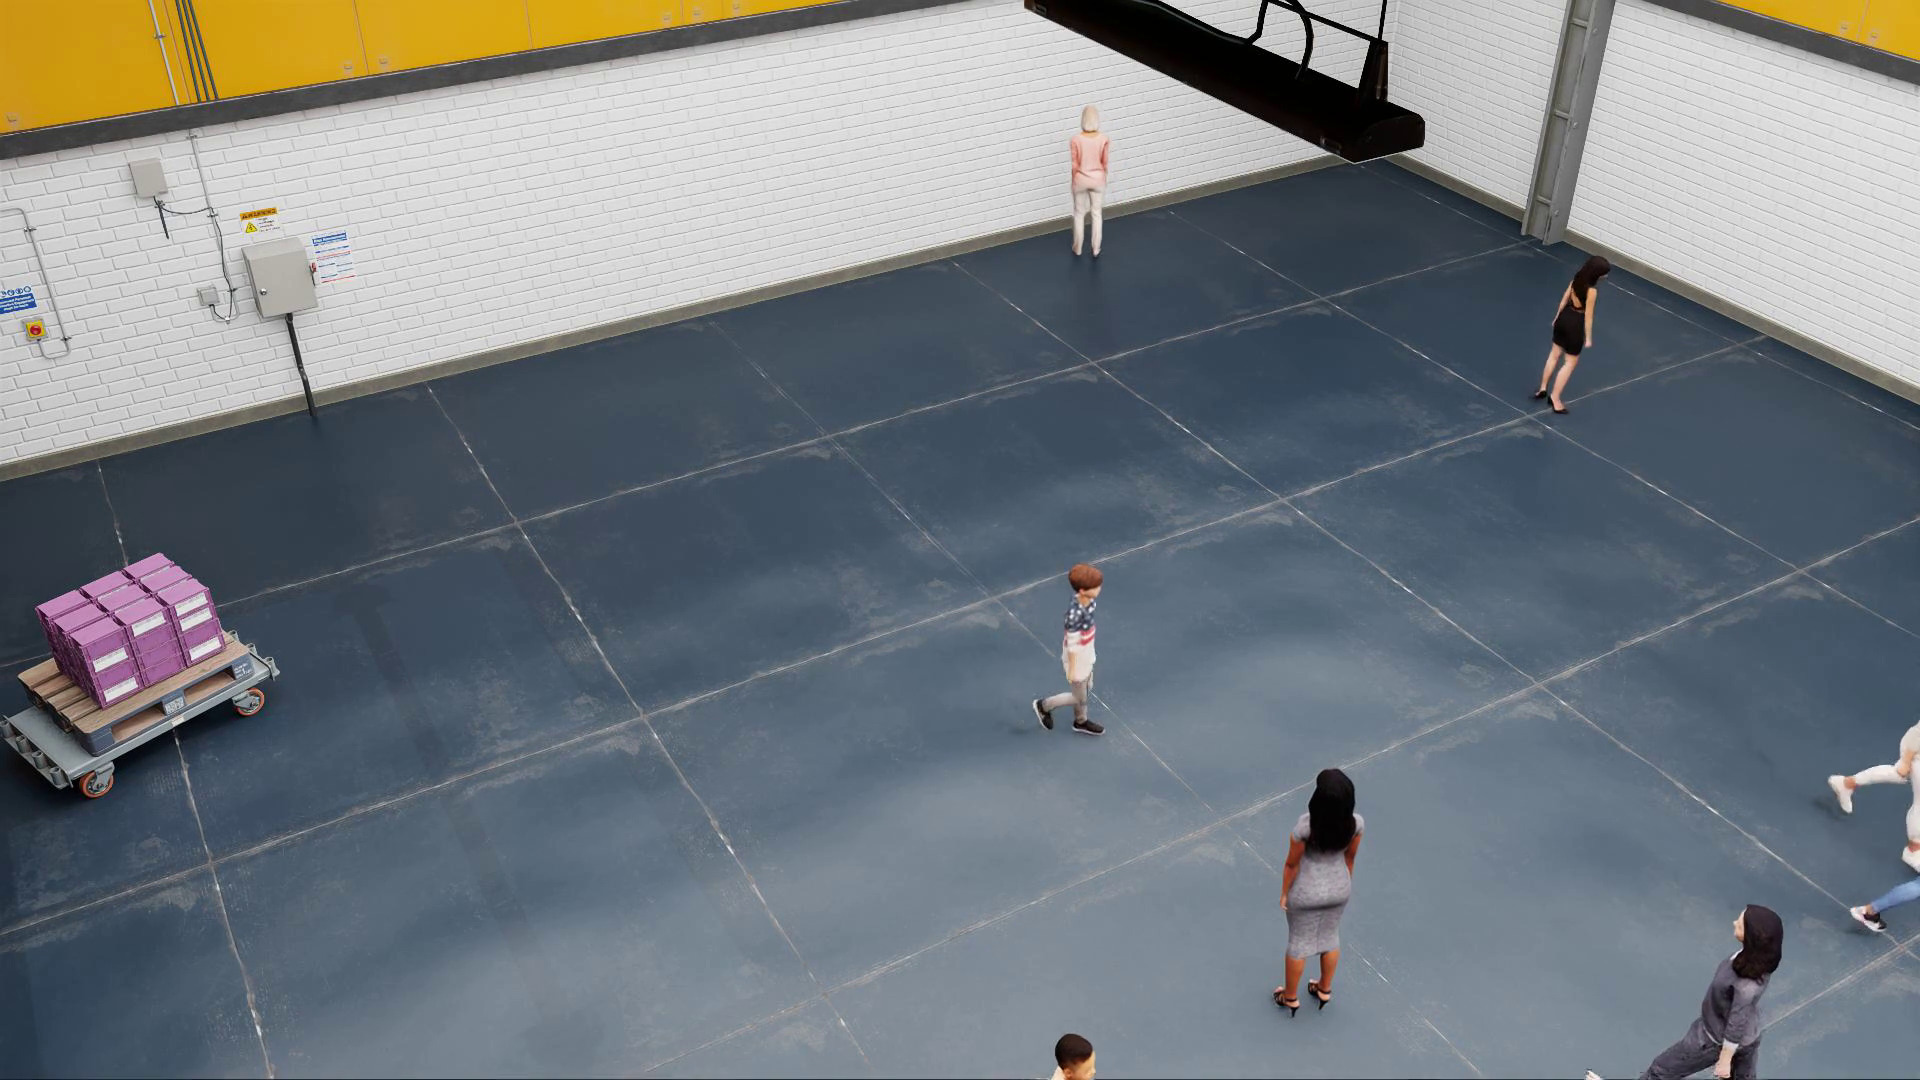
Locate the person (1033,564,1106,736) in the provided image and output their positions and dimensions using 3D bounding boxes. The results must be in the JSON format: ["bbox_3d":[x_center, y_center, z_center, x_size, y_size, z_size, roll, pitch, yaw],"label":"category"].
[{"bbox_3d":[0.773,0.784,11.625,0.838,1.432,0.763,11,35,16],"label":"person"}]

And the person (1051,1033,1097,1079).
[{"bbox_3d":[0.463,2.971,8.326,0.931,1.440,0.822,13,36,19],"label":"person"}]

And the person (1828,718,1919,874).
[{"bbox_3d":[6.098,1.291,10.636,0.657,1.680,1.138,-23,40,-31],"label":"person"}]

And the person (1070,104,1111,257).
[{"bbox_3d":[1.440,-4.017,18.582,0.678,1.725,0.675,-2,34,-3],"label":"person"}]

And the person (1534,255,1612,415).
[{"bbox_3d":[5.686,-1.989,15.626,0.793,1.620,0.564,-16,37,-22],"label":"person"}]

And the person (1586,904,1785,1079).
[{"bbox_3d":[4.054,2.626,8.598,1.229,1.714,0.889,24,41,32],"label":"person"}]

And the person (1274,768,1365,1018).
[{"bbox_3d":[2.046,2.017,9.455,0.643,1.779,0.645,-5,34,-7],"label":"person"}]
